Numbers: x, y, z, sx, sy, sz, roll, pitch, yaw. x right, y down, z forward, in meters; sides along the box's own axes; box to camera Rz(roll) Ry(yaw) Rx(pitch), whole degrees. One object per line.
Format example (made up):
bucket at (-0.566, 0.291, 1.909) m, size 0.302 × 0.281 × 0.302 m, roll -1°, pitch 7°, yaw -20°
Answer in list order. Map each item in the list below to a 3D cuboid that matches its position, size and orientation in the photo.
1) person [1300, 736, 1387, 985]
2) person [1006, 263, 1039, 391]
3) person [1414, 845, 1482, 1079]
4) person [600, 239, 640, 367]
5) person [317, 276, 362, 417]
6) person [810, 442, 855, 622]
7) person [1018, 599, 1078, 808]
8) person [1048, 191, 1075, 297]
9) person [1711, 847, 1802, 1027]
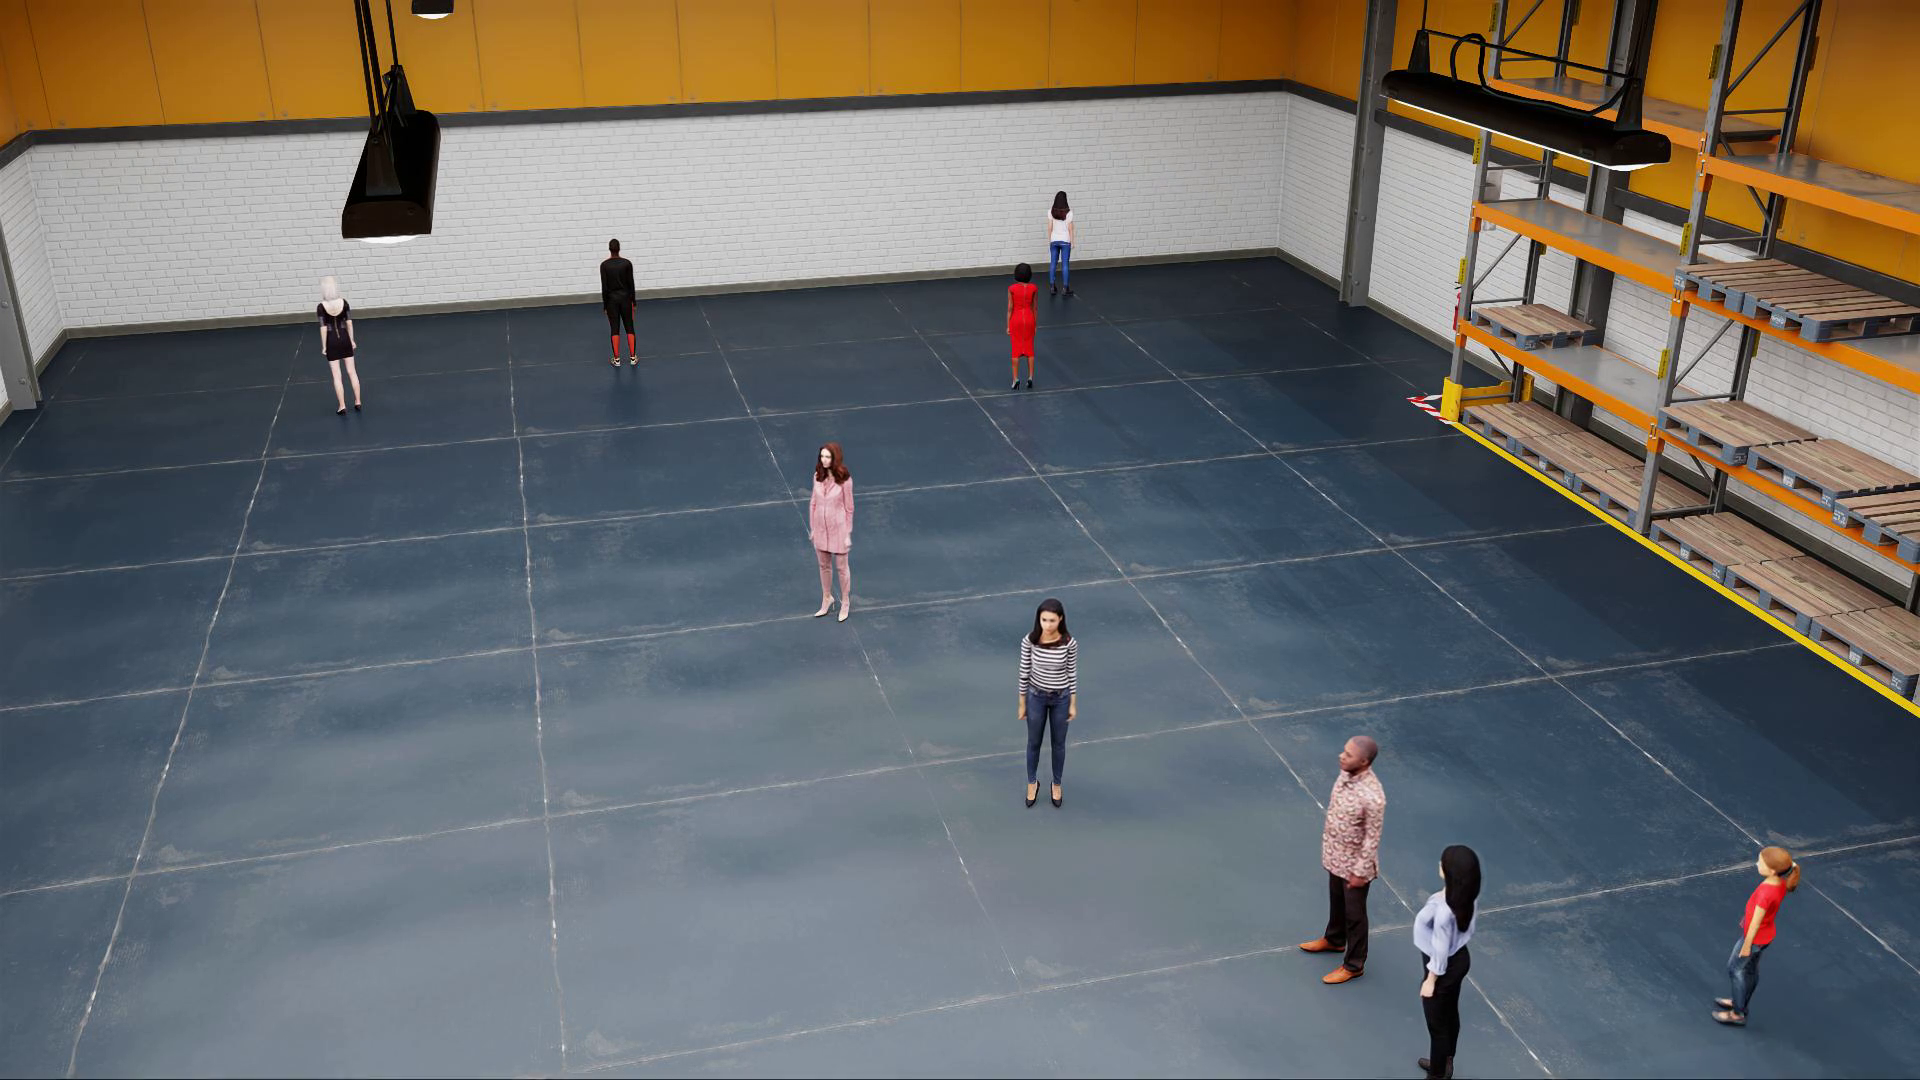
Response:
person at (2.600, 2.079, 11.022) m, size 0.753 × 1.808 × 0.541 m, roll -4°, pitch 24°, yaw -9°
person at (0.841, -2.886, 22.461) m, size 0.589 × 1.744 × 0.508 m, roll -4°, pitch 24°, yaw -10°
person at (2.908, 2.580, 9.956) m, size 0.758 × 1.743 × 0.723 m, roll 16°, pitch 28°, yaw 32°
person at (-4.808, -3.363, 23.472) m, size 0.617 × 1.808 × 0.519 m, roll -7°, pitch 25°, yaw -15°
person at (-8.043, -2.522, 21.520) m, size 0.660 × 1.830 × 0.645 m, roll -20°, pitch 30°, yaw -37°
person at (-1.221, -0.095, 16.001) m, size 0.682 × 1.803 × 0.722 m, roll 11°, pitch 26°, yaw 23°
person at (0.688, 1.268, 12.895) m, size 0.654 × 1.795 × 0.613 m, roll 1°, pitch 24°, yaw 3°
person at (1.625, -4.789, 26.887) m, size 0.676 × 1.685 × 0.722 m, roll 11°, pitch 26°, yaw 24°
person at (5.134, 2.531, 10.614) m, size 0.661 × 1.306 × 0.608 m, roll 21°, pitch 31°, yaw 40°
